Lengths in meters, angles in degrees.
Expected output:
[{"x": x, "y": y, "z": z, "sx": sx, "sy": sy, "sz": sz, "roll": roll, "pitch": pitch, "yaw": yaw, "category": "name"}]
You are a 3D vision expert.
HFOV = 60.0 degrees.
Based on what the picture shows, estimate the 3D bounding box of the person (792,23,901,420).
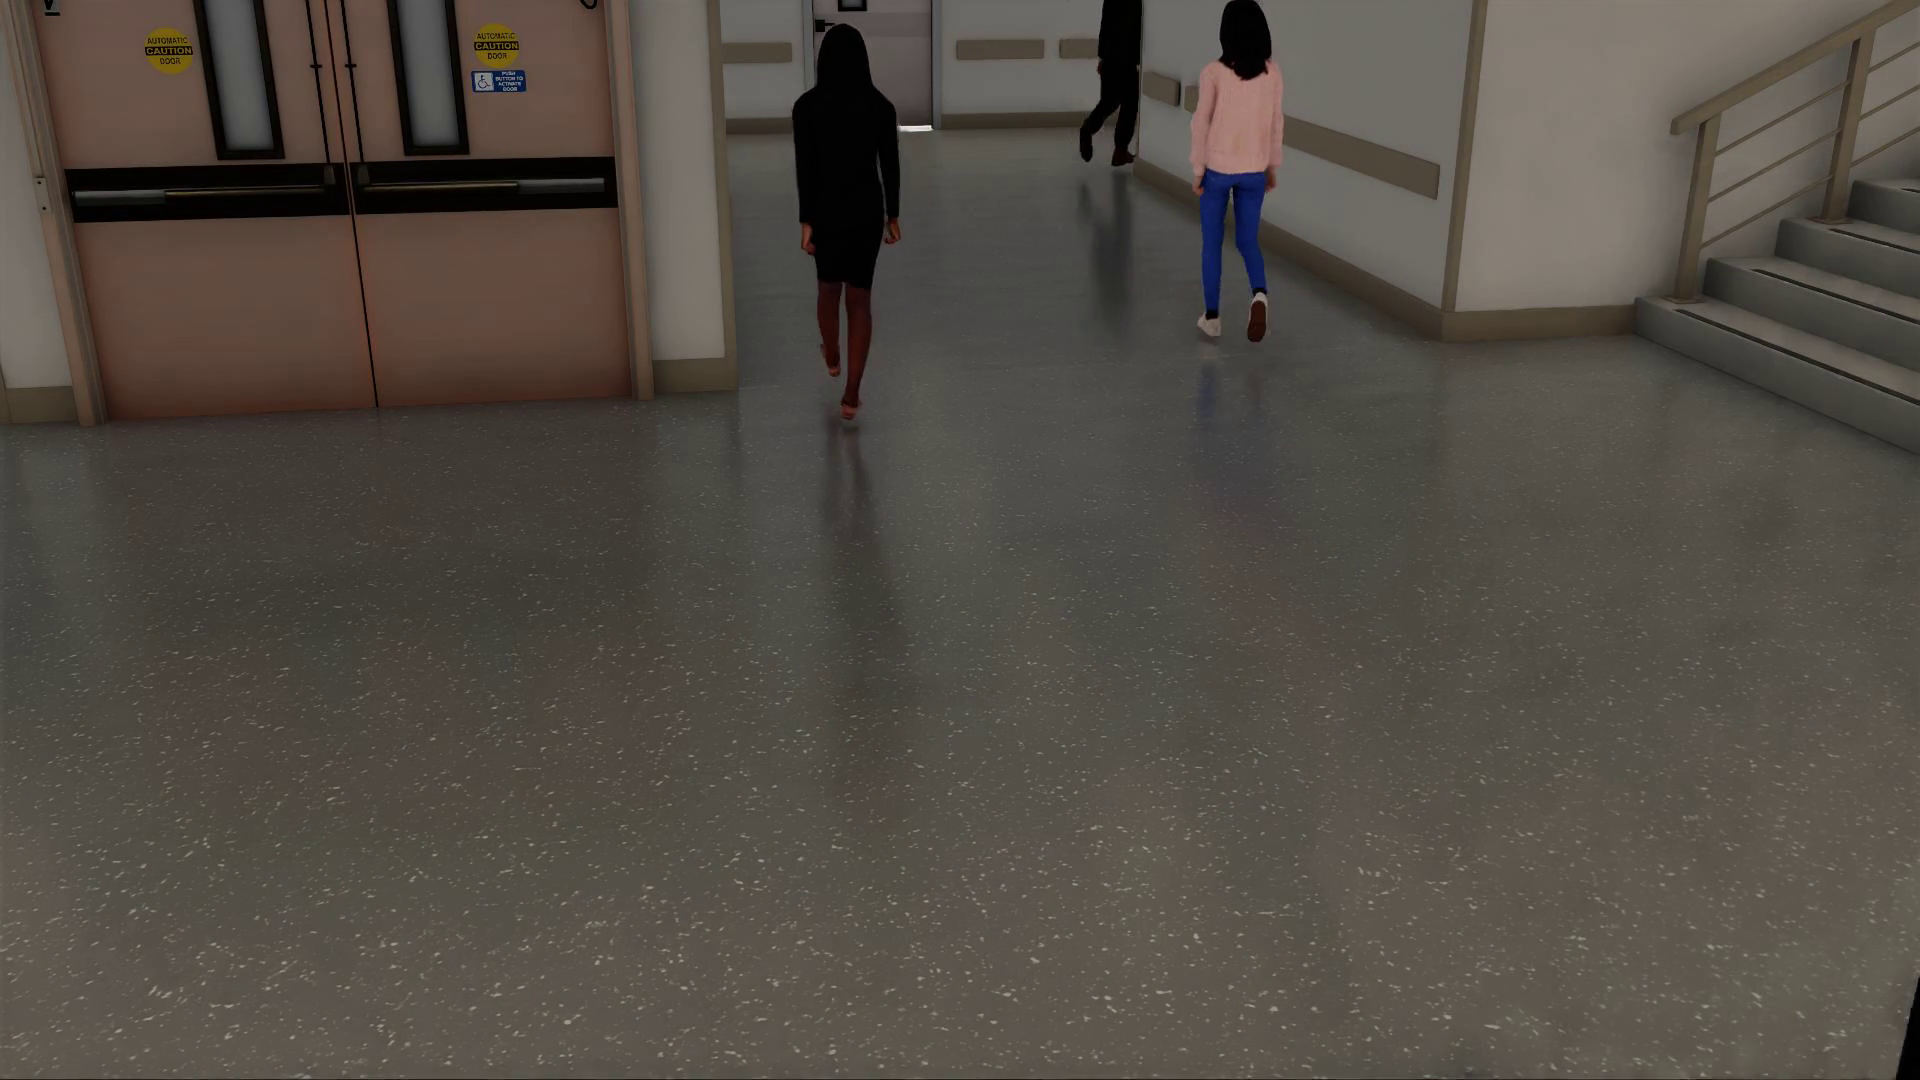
[{"x": -0.490, "y": -1.356, "z": 7.353, "sx": 1.096, "sy": 1.670, "sz": 0.729, "roll": -2, "pitch": 21, "yaw": -7, "category": "person"}]

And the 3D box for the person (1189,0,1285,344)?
[{"x": 1.434, "y": -1.850, "z": 8.541, "sx": 0.969, "sy": 1.750, "sz": 0.756, "roll": -2, "pitch": 21, "yaw": -6, "category": "person"}]

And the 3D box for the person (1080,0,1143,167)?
[{"x": 1.382, "y": -4.173, "z": 14.501, "sx": 1.087, "sy": 1.874, "sz": 1.221, "roll": 19, "pitch": 28, "yaw": 40, "category": "person"}]
